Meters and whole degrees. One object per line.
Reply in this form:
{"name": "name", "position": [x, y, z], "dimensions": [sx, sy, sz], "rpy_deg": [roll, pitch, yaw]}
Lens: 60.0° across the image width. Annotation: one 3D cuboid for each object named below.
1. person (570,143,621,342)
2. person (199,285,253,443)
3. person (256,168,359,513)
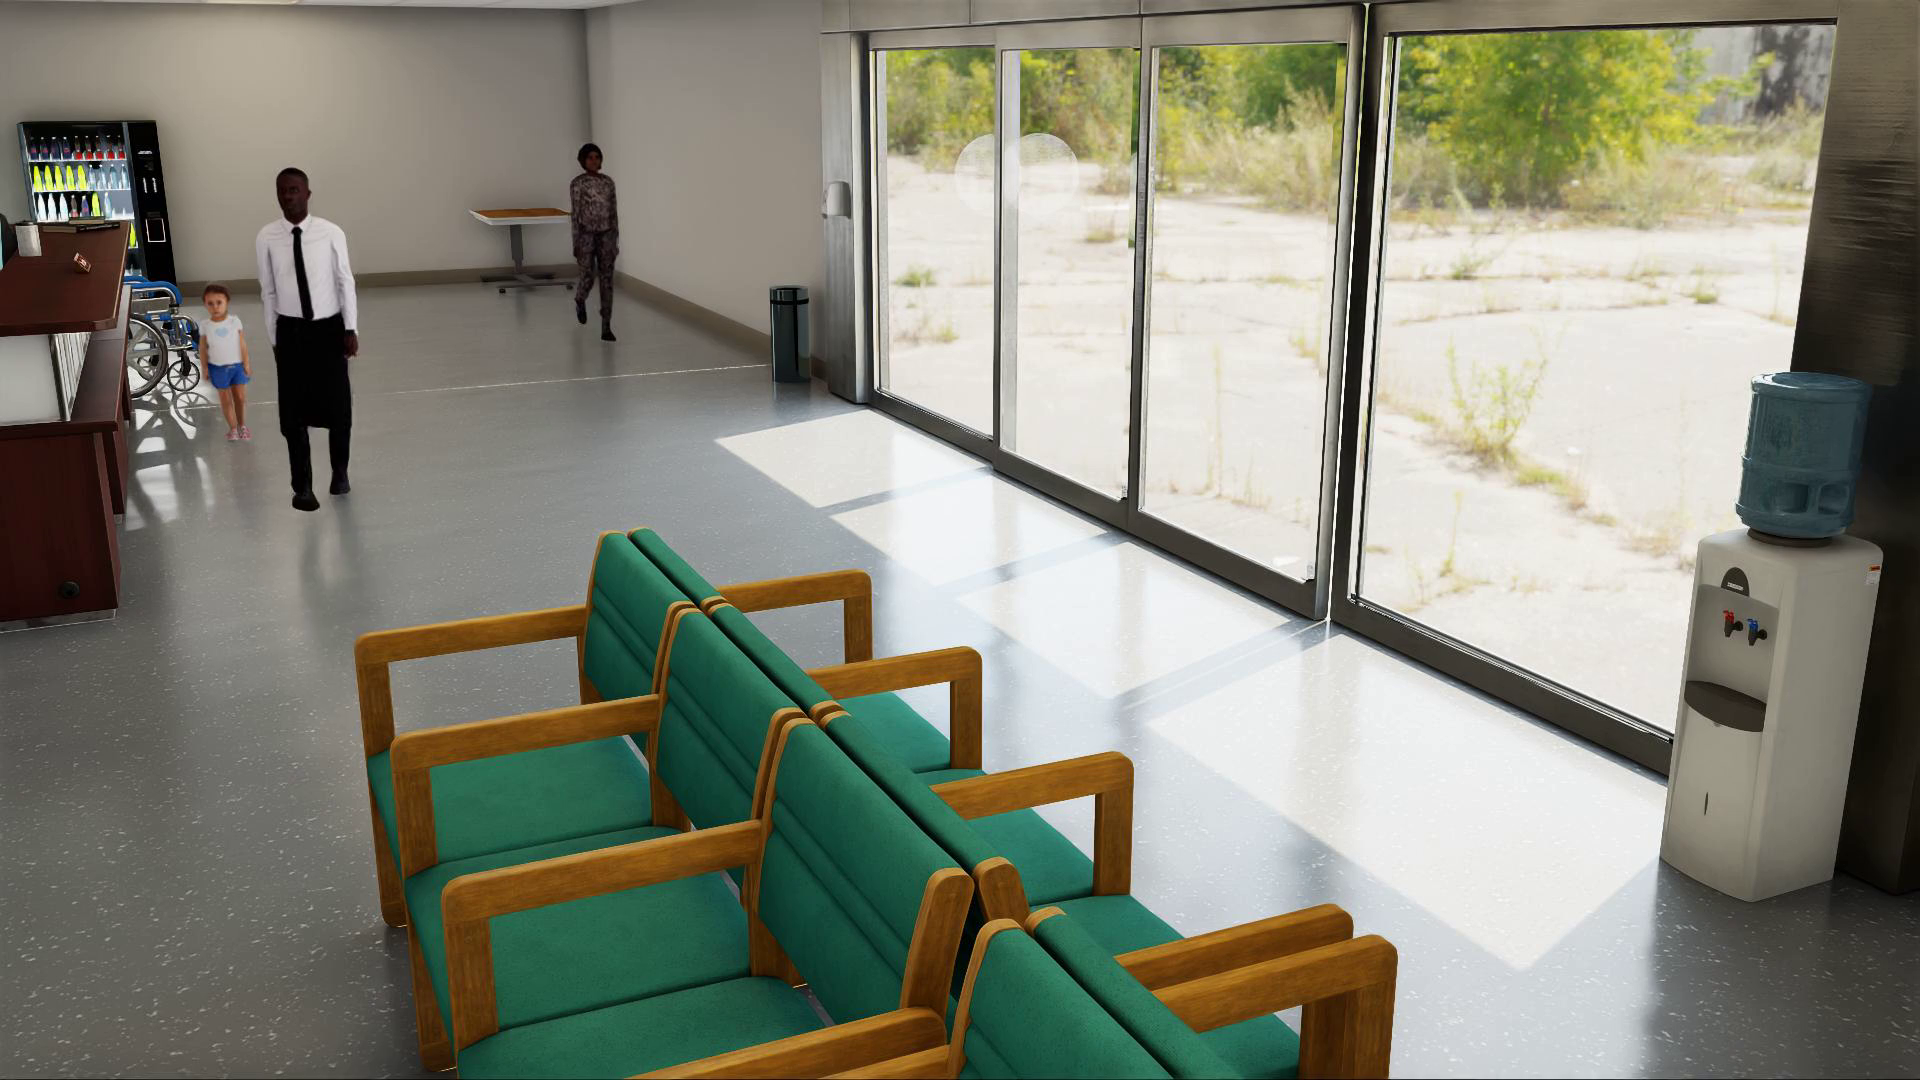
{"name": "person", "position": [-3.236, -2.618, 14.682], "dimensions": [0.868, 1.700, 0.676], "rpy_deg": [-9, 18, -29]}
{"name": "person", "position": [-4.714, -1.139, 10.702], "dimensions": [0.397, 1.013, 0.507], "rpy_deg": [-6, 17, -19]}
{"name": "person", "position": [-3.487, -1.076, 9.046], "dimensions": [1.188, 1.790, 0.840], "rpy_deg": [-4, 16, -15]}
